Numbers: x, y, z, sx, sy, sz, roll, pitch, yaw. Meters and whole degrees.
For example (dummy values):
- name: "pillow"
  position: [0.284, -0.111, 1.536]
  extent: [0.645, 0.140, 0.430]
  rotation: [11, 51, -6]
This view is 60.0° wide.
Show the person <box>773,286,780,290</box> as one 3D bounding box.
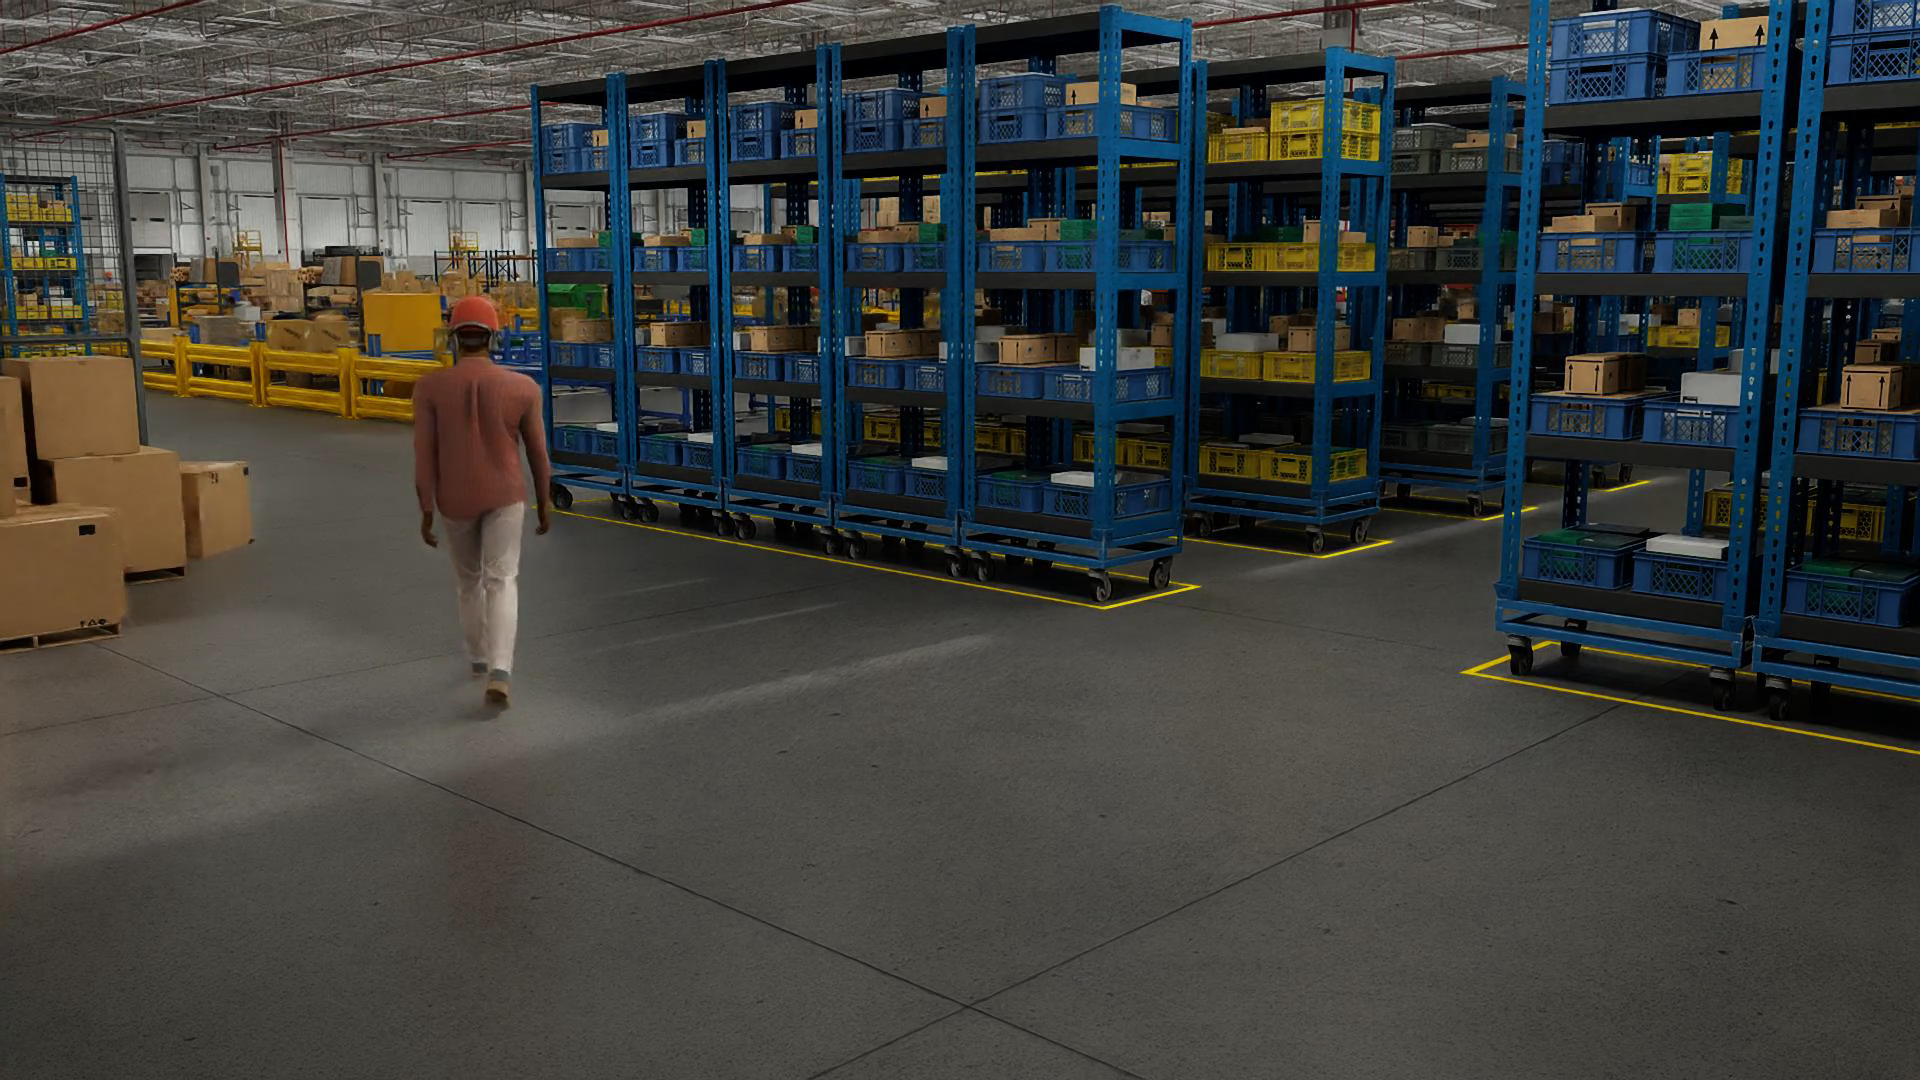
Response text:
- name: "person"
  position: [-8.844, -11.915, 79.935]
  extent: [0.391, 1.922, 0.590]
  rotation: [0, 9, 2]

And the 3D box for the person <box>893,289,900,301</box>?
- name: "person"
  position: [-2.450, -9.279, 64.452]
  extent: [0.317, 1.695, 0.540]
  rotation: [1, 9, 8]

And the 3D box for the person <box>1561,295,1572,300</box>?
- name: "person"
  position: [12.524, -4.437, 34.342]
  extent: [0.590, 1.837, 0.404]
  rotation: [-7, 12, -38]

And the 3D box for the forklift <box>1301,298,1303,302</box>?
- name: "forklift"
  position: [12.291, -8.602, 56.684]
  extent: [1.129, 2.768, 1.873]
  rotation: [4, 10, 26]

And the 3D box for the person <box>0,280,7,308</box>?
- name: "person"
  position: [-34.763, -8.704, 60.201]
  extent: [0.373, 1.937, 0.629]
  rotation: [2, 9, 9]

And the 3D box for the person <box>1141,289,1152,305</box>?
- name: "person"
  position: [3.829, -4.743, 35.875]
  extent: [0.614, 1.946, 0.389]
  rotation: [1, 9, 7]

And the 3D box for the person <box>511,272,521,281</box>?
- name: "person"
  position: [-25.283, -14.323, 94.804]
  extent: [0.585, 1.882, 0.337]
  rotation: [-1, 9, -3]

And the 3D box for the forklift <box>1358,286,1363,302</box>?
- name: "forklift"
  position: [11.100, -7.017, 46.970]
  extent: [1.873, 2.768, 1.129]
  rotation: [9, 13, 43]

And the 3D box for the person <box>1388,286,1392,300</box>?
- name: "person"
  position: [11.033, -5.841, 43.392]
  extent: [0.552, 1.677, 0.565]
  rotation: [7, 11, 36]

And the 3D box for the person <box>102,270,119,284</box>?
- name: "person"
  position: [-32.185, -9.228, 63.177]
  extent: [0.638, 1.999, 0.786]
  rotation: [-8, 12, -41]

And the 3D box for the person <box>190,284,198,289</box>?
- name: "person"
  position: [-33.594, -10.755, 73.030]
  extent: [0.534, 1.855, 0.616]
  rotation: [5, 11, 28]

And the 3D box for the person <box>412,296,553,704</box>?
- name: "person"
  position: [-2.297, -0.203, 8.049]
  extent: [0.636, 1.952, 1.017]
  rotation: [-2, 10, -14]
